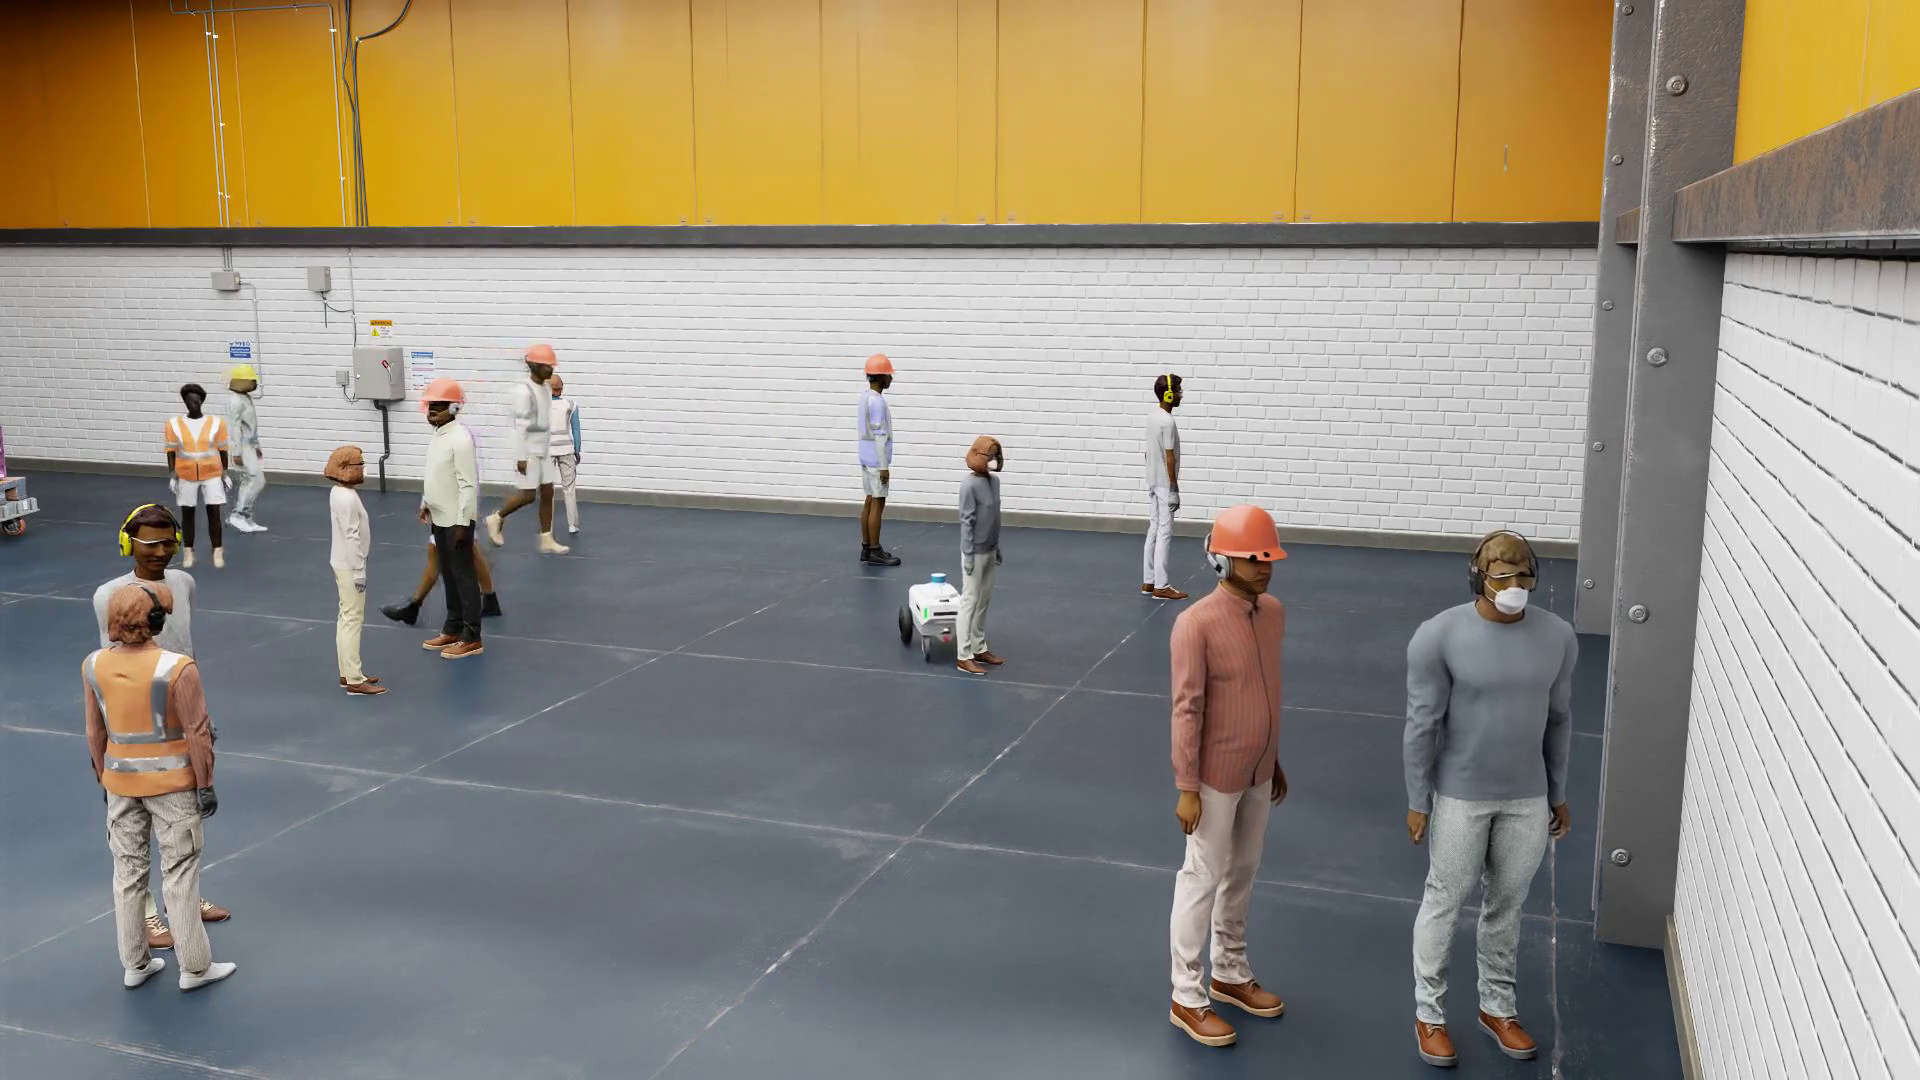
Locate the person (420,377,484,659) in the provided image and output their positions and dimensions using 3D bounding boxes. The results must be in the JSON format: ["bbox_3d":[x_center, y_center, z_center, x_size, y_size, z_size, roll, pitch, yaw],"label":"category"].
[{"bbox_3d":[-3.633,-0.163,11.861,0.375,1.997,0.612,-8,13,-37],"label":"person"}]

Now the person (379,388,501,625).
[{"bbox_3d":[-4.033,-0.272,12.817,0.991,1.866,0.617,-6,12,-30],"label":"person"}]

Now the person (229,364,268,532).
[{"bbox_3d":[-7.237,-0.924,16.915,0.363,1.730,0.486,-2,10,-12],"label":"person"}]

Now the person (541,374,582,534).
[{"bbox_3d":[-4.077,-0.859,16.788,0.519,1.640,0.307,-4,11,-20],"label":"person"}]

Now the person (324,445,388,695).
[{"bbox_3d":[-3.966,0.193,10.878,0.285,1.633,0.497,-5,11,-27],"label":"person"}]

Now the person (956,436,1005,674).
[{"bbox_3d":[0.154,0.092,11.446,0.280,1.631,0.504,5,11,26],"label":"person"}]

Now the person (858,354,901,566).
[{"bbox_3d":[-0.742,-0.732,15.230,0.358,1.936,0.552,-3,11,-17],"label":"person"}]

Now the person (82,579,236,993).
[{"bbox_3d":[-3.149,0.968,6.500,0.514,1.641,0.309,2,10,10],"label":"person"}]

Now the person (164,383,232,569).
[{"bbox_3d":[-6.905,-0.583,15.086,0.539,1.697,0.320,-4,11,-22],"label":"person"}]

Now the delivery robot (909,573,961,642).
[{"bbox_3d":[-0.155,0.486,12.003,0.477,0.478,0.707,-2,10,-10],"label":"delivery robot"}]

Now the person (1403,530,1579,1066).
[{"bbox_3d":[1.888,0.915,5.952,0.635,1.938,0.354,-2,10,-10],"label":"person"}]

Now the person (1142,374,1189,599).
[{"bbox_3d":[1.705,-0.445,13.806,0.316,1.870,0.531,-3,10,-14],"label":"person"}]

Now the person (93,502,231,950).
[{"bbox_3d":[-3.364,0.765,7.017,0.332,1.865,0.520,4,11,19],"label":"person"}]

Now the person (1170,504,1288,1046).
[{"bbox_3d":[1.016,0.850,6.162,0.393,1.992,0.622,10,14,44],"label":"person"}]

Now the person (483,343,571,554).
[{"bbox_3d":[-4.104,-0.850,15.683,0.766,2.018,0.631,3,10,16],"label":"person"}]
